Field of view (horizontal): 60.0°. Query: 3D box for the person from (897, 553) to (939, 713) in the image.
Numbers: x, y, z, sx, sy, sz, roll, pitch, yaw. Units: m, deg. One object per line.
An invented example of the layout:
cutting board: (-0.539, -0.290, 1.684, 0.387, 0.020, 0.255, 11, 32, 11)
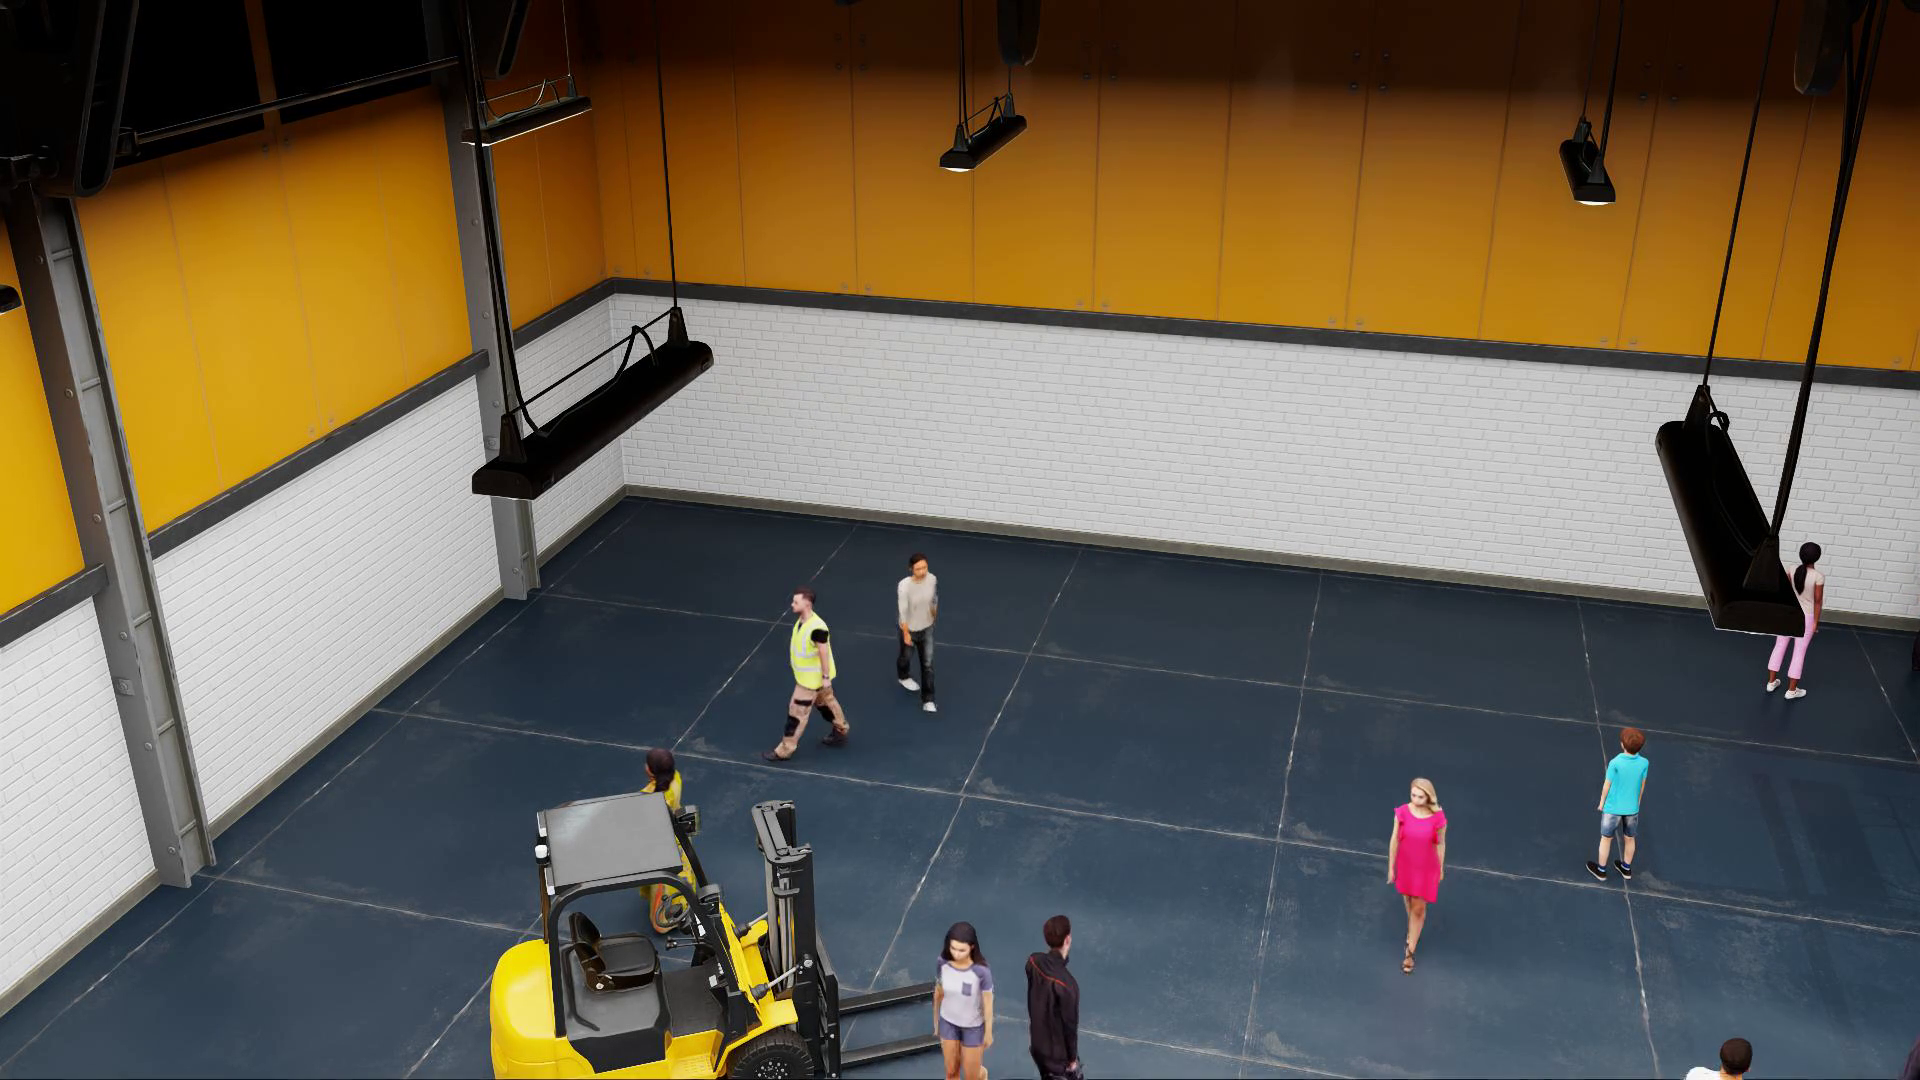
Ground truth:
person: (-0.489, 0.885, 17.243, 1.134, 1.738, 1.229, -13, 27, -28)

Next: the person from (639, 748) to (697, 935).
person: (-2.429, 2.442, 13.778, 0.973, 1.660, 0.792, 1, 24, 3)

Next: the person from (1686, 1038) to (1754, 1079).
person: (4.610, 3.879, 10.350, 0.937, 1.773, 1.200, 17, 29, 34)

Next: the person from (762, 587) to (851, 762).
person: (-1.388, 1.295, 16.229, 1.190, 1.799, 1.218, -9, 25, -19)

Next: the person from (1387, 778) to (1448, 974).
person: (3.712, 2.590, 13.397, 0.691, 1.695, 0.875, 12, 26, 25)

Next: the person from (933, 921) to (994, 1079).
person: (0.060, 3.348, 11.632, 0.661, 1.720, 0.770, 11, 26, 24)

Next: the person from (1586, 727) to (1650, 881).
person: (5.746, 2.281, 14.413, 0.572, 1.448, 0.570, -2, 24, -5)

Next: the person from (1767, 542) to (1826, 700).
person: (8.760, 0.819, 17.389, 0.696, 1.741, 0.655, -16, 28, -32)

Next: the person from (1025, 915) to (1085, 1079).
person: (0.581, 3.443, 11.214, 1.092, 1.880, 1.018, -14, 27, -29)
